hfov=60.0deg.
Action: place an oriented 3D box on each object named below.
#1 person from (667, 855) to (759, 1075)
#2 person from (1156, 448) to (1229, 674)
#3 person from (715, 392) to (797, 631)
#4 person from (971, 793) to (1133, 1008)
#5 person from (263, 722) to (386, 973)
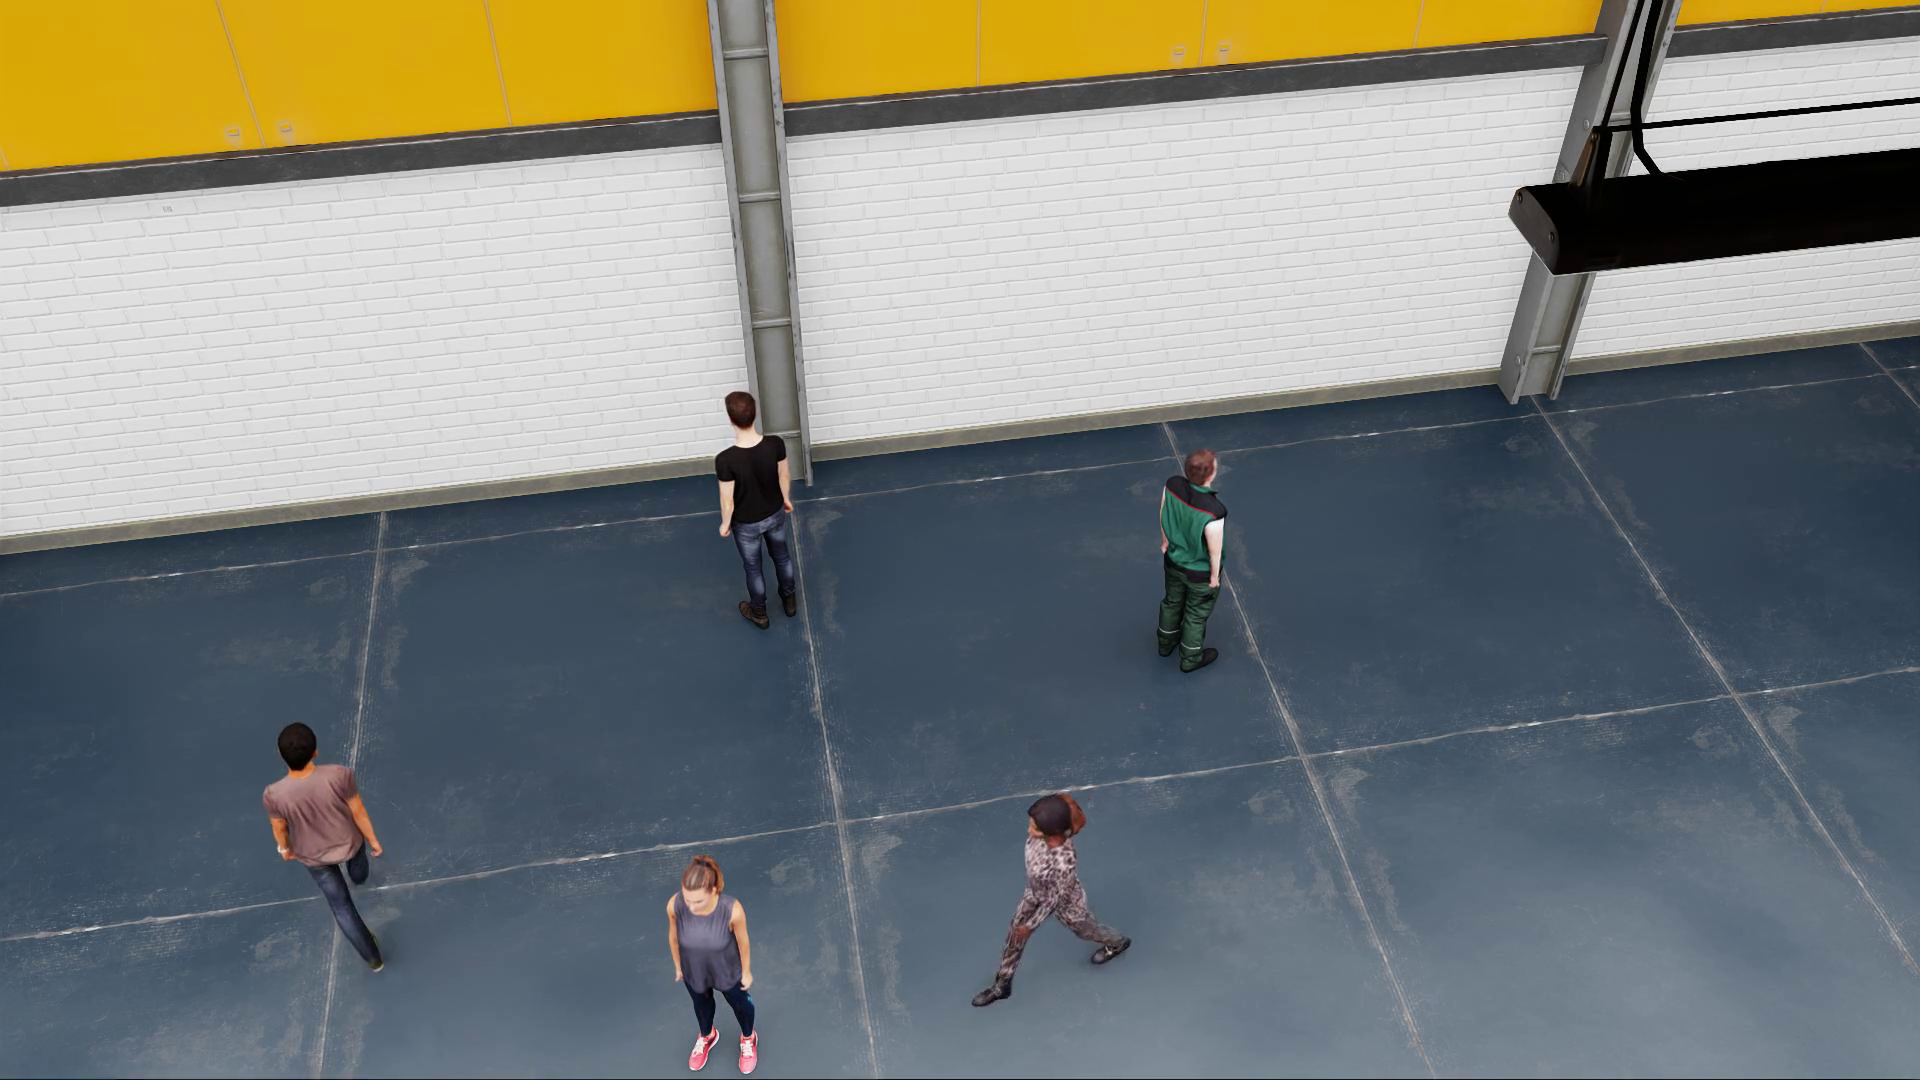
[{"bbox_3d":[-1.272,2.199,8.602,0.555,1.722,0.683,5,44,5],"label":"person"},{"bbox_3d":[1.499,0.119,10.698,0.775,1.843,0.747,-33,53,-30],"label":"person"},{"bbox_3d":[-1.328,-0.175,10.971,0.640,1.893,0.807,-22,48,-21],"label":"person"},{"bbox_3d":[0.613,1.915,8.941,1.271,1.667,0.803,-17,46,-17],"label":"person"},{"bbox_3d":[-3.408,1.748,9.067,1.099,1.734,0.933,-19,47,-19],"label":"person"}]
